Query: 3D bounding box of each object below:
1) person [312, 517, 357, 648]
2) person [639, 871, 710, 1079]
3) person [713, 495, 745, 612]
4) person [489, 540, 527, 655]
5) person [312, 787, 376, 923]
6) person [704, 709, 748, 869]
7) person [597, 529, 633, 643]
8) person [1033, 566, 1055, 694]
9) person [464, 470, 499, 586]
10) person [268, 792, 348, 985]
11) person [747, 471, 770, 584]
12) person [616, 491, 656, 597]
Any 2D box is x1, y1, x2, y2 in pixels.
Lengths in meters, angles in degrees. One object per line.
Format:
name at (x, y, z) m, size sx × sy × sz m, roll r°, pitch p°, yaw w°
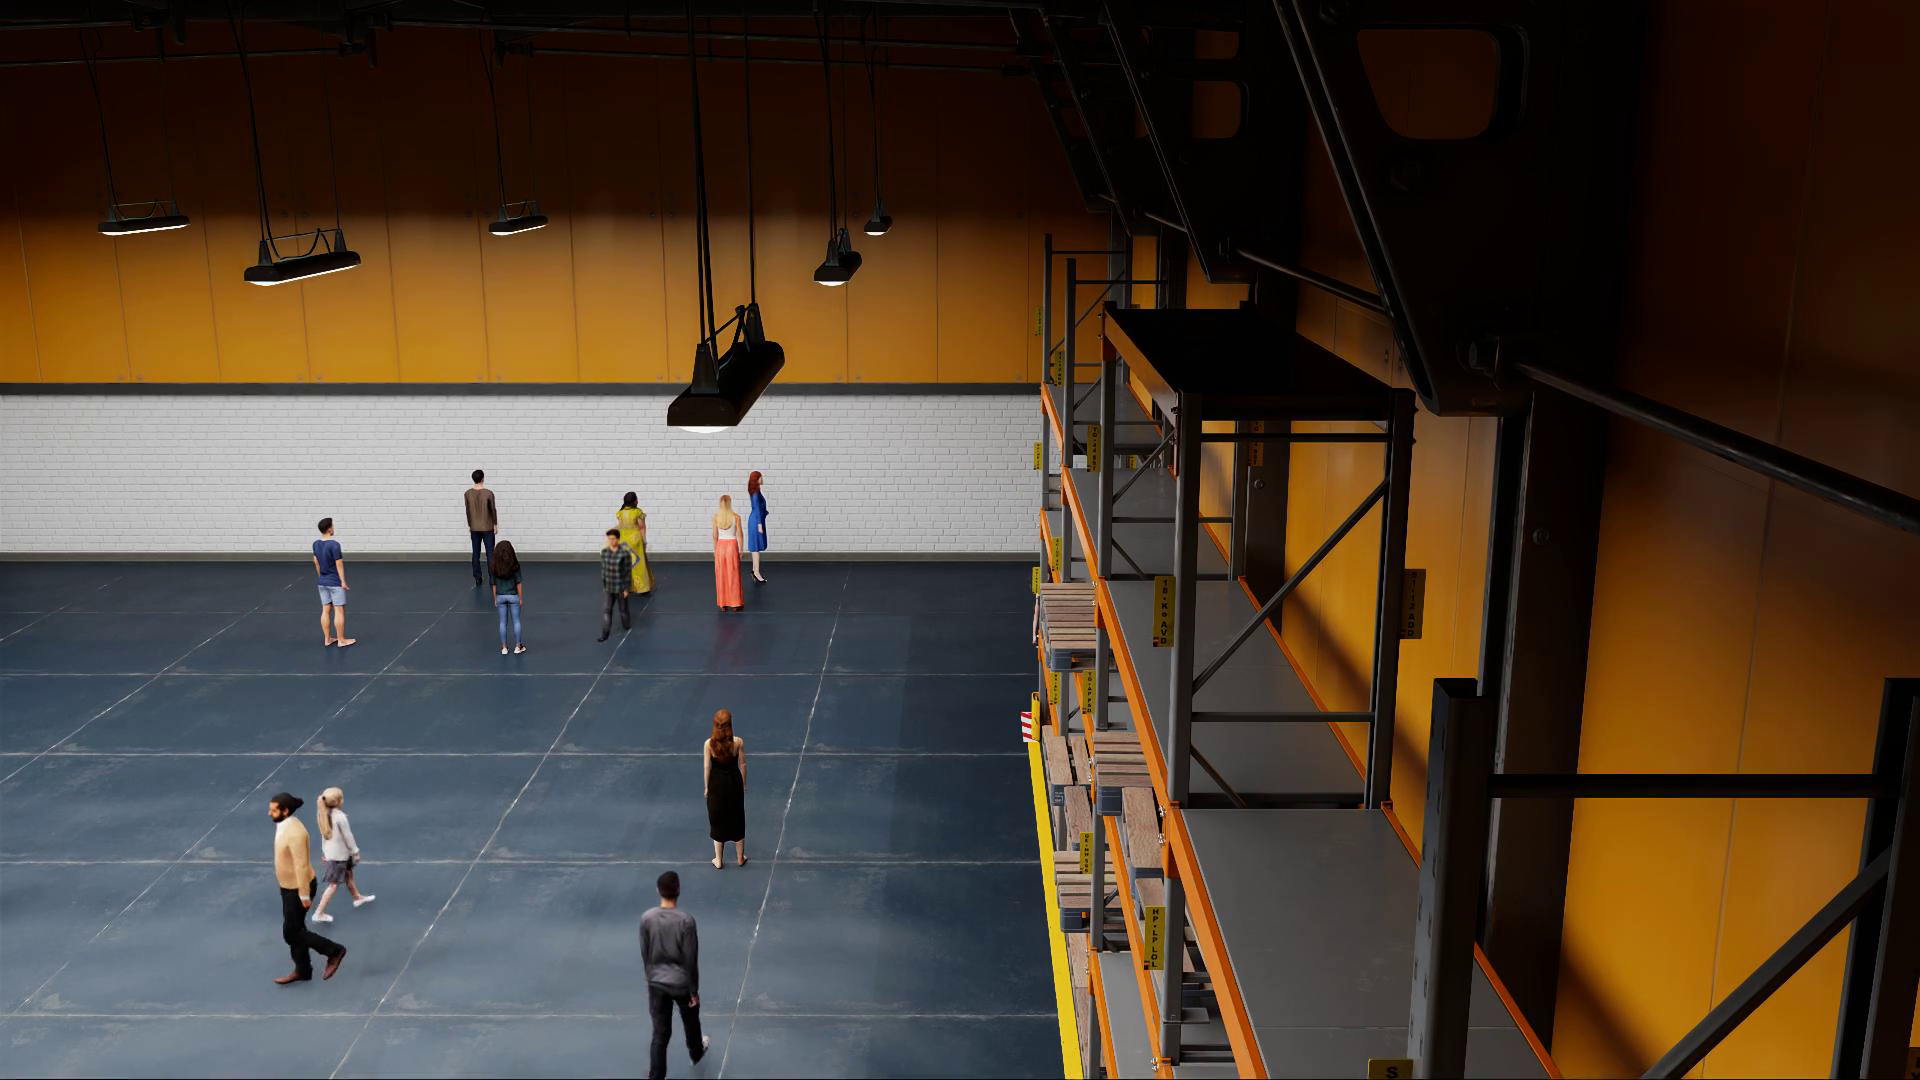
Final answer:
person at (-8.930, 0.594, 23.601) m, size 0.699 × 1.850 × 0.684 m, roll 5°, pitch 15°, yaw 21°
person at (-2.186, 3.376, 12.407) m, size 0.739 × 1.711 × 1.178 m, roll 2°, pitch 14°, yaw 8°
person at (-3.550, 0.191, 25.367) m, size 0.665 × 1.802 × 0.639 m, roll 2°, pitch 14°, yaw 9°
person at (-6.327, 0.794, 23.269) m, size 0.595 × 1.617 × 0.588 m, roll -1°, pitch 14°, yaw -2°
person at (-5.776, 2.914, 15.304) m, size 0.854 × 1.245 × 0.957 m, roll 11°, pitch 17°, yaw 38°
person at (-2.321, 2.448, 16.422) m, size 0.632 × 1.624 × 0.634 m, roll -3°, pitch 14°, yaw -14°
person at (-4.993, 0.653, 24.264) m, size 0.851 × 1.689 × 1.116 m, roll 3°, pitch 14°, yaw 13°
person at (1.173, 1.176, 21.431) m, size 0.671 × 1.740 × 0.690 m, roll 9°, pitch 16°, yaw 32°
person at (-7.719, -0.209, 26.838) m, size 0.647 × 1.887 × 0.549 m, roll 0°, pitch 14°, yaw 2°
person at (-5.550, 2.944, 14.126) m, size 0.926 × 1.741 × 0.897 m, roll -8°, pitch 16°, yaw -29°
person at (-3.299, -0.222, 27.012) m, size 0.716 × 1.829 × 0.568 m, roll -3°, pitch 14°, yaw -11°
person at (-5.168, 0.043, 26.280) m, size 0.981 × 1.659 × 0.964 m, roll 6°, pitch 15°, yaw 23°
